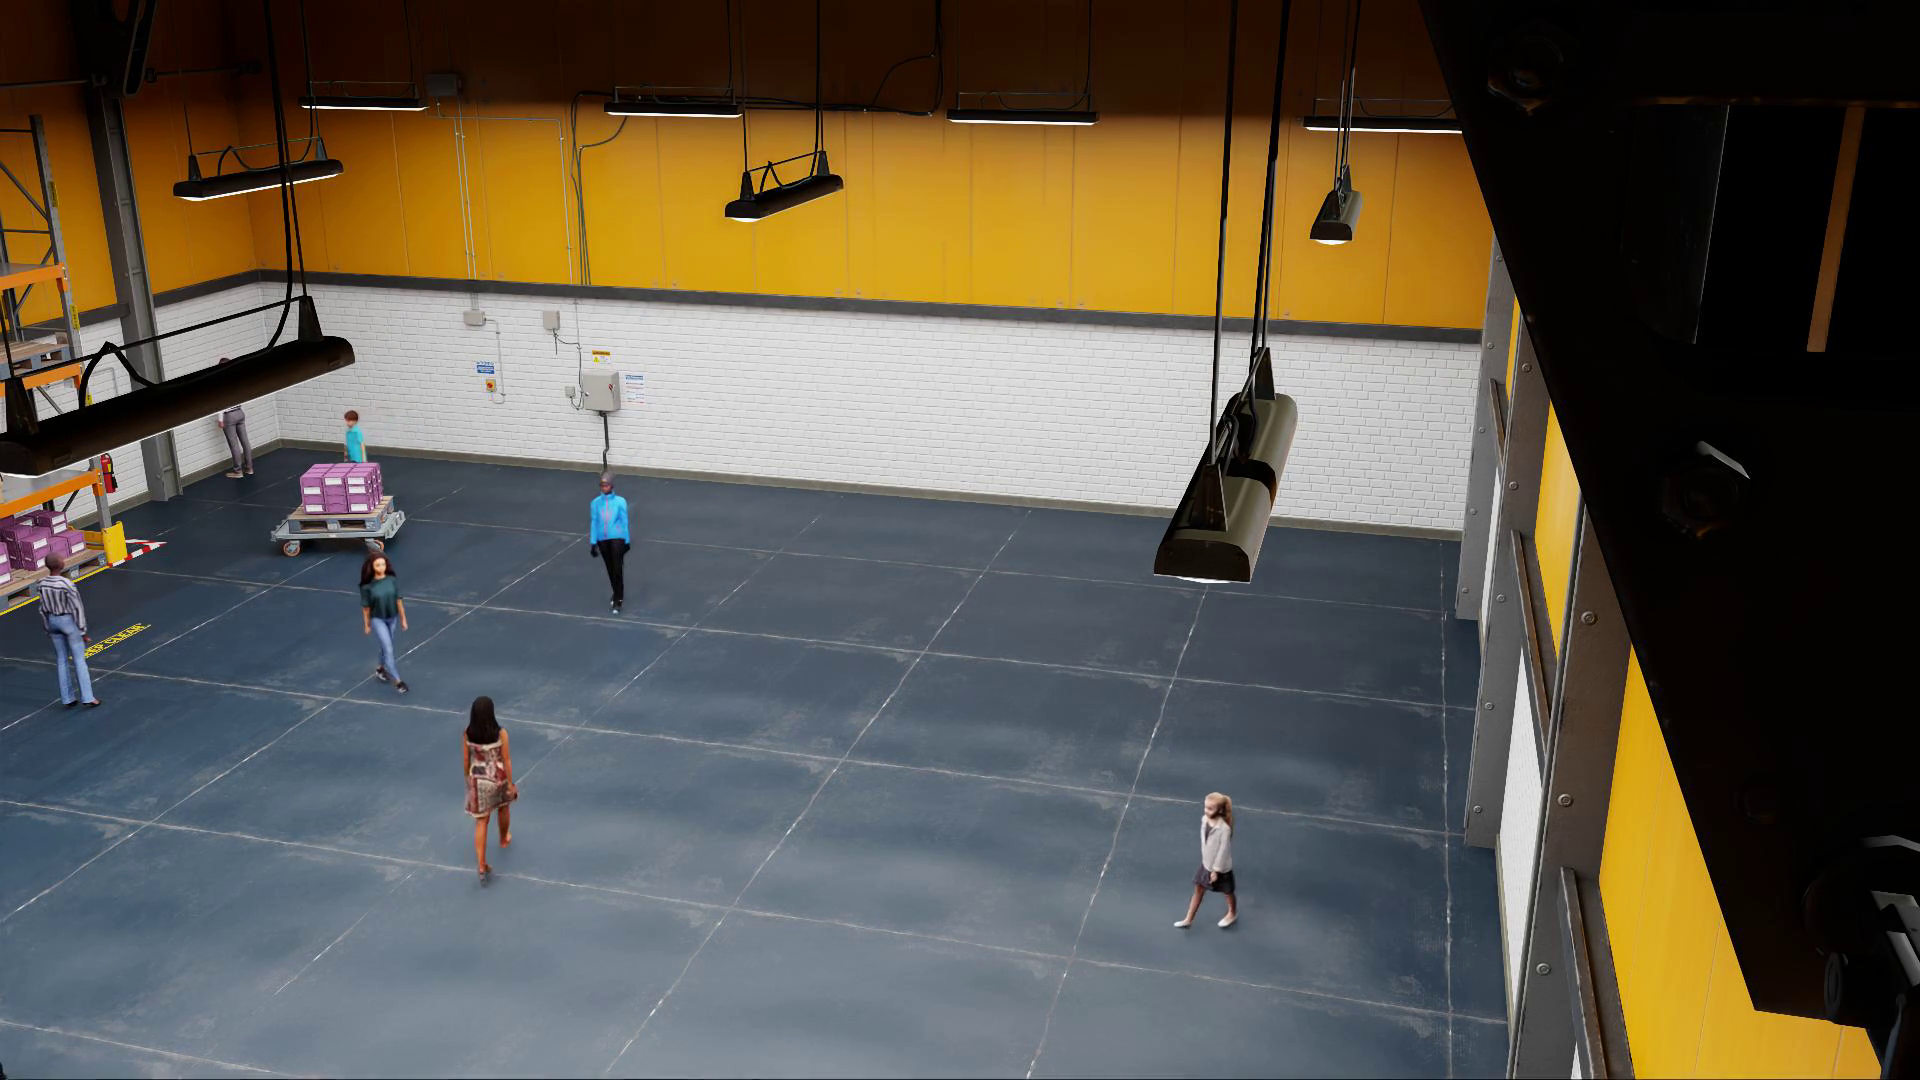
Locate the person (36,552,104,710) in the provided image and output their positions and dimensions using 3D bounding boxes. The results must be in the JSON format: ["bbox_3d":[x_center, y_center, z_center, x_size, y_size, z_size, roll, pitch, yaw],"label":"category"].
[{"bbox_3d":[-9.737,0.992,18.104,0.628,1.795,0.549,3,19,9],"label":"person"}]

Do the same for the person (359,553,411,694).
[{"bbox_3d":[-6.505,0.905,18.717,1.098,1.569,1.031,-16,25,-40],"label":"person"}]

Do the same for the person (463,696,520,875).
[{"bbox_3d":[-4.223,2.200,14.810,0.839,1.608,1.169,-1,19,-4],"label":"person"}]

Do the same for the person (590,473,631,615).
[{"bbox_3d":[-4.398,-0.009,21.117,0.685,1.769,0.975,3,19,8],"label":"person"}]

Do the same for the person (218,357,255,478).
[{"bbox_3d":[-11.679,-1.987,26.727,0.737,1.936,0.526,7,20,20],"label":"person"}]

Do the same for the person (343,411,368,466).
[{"bbox_3d":[-9.163,-1.293,25.452,0.674,1.436,0.638,-17,25,-41],"label":"person"}]

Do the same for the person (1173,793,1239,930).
[{"bbox_3d":[2.201,2.691,13.921,0.909,1.244,0.806,-13,23,-35],"label":"person"}]
